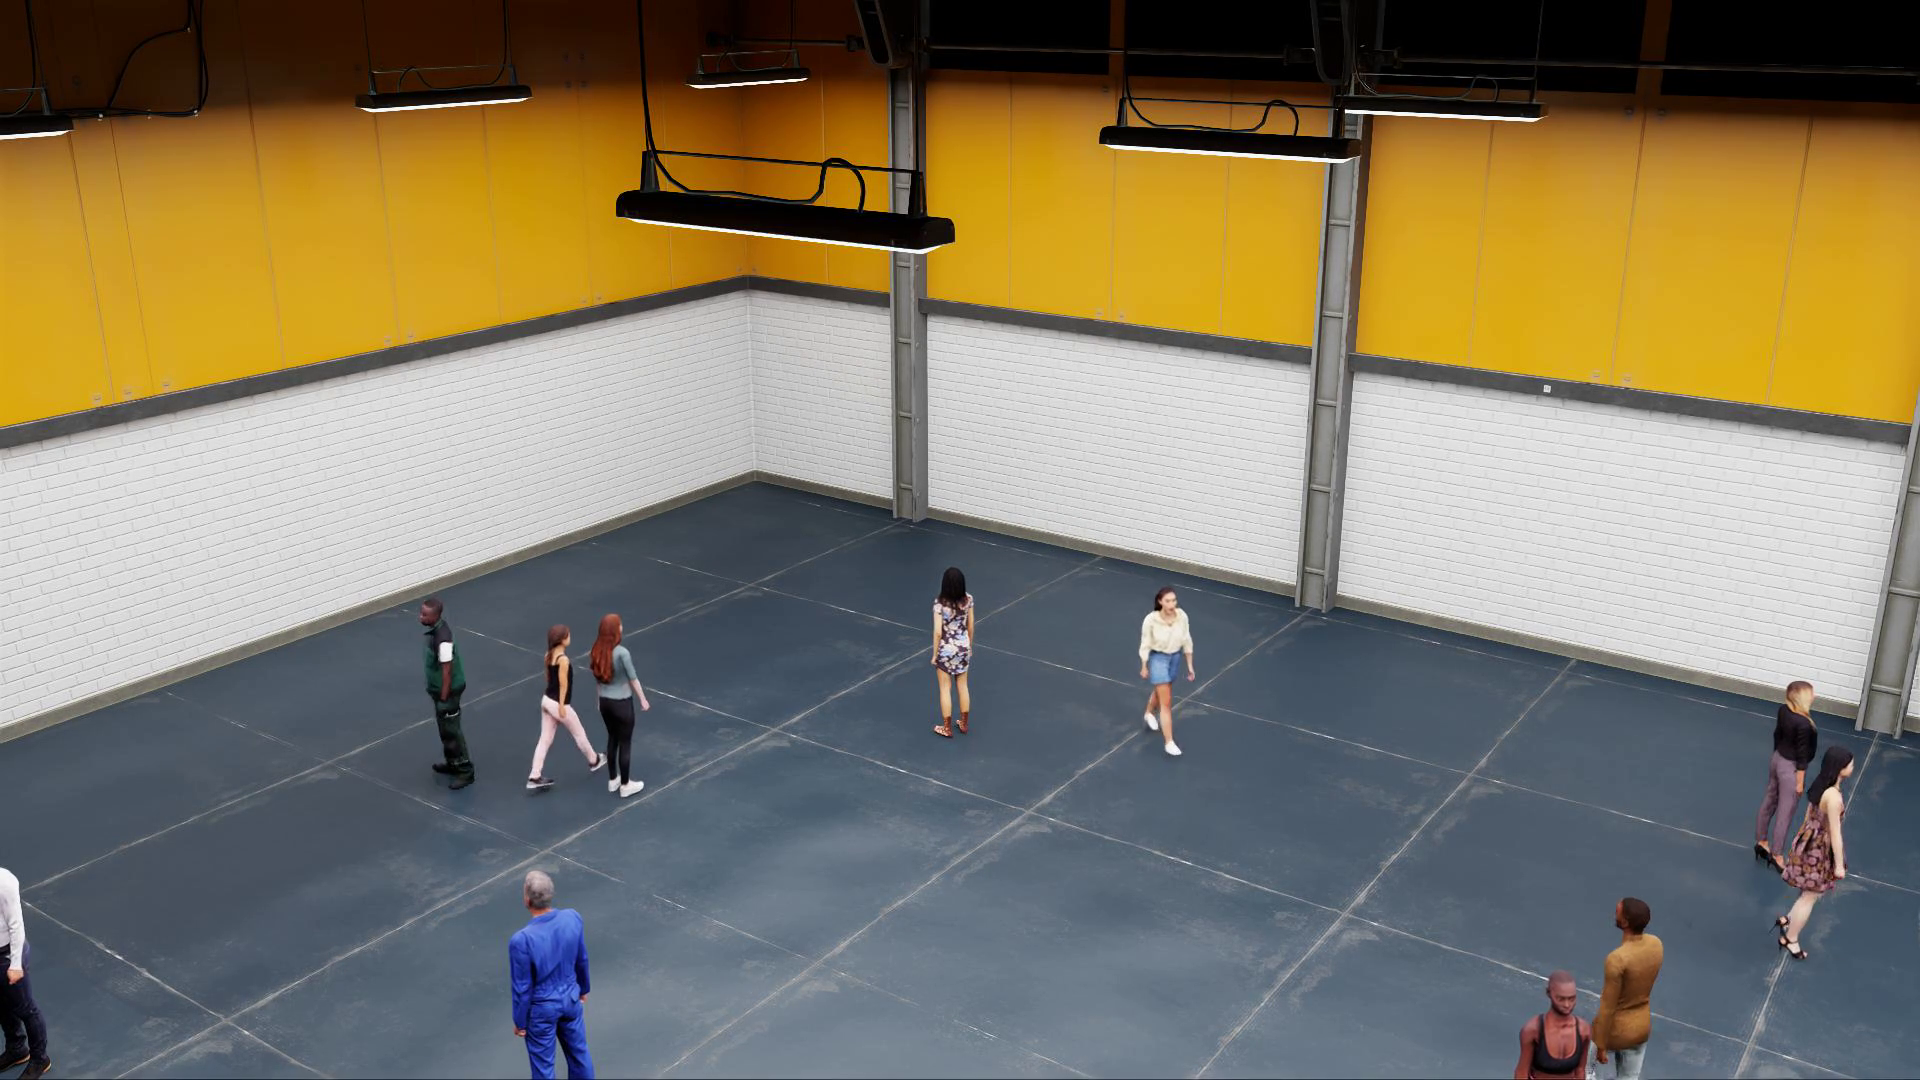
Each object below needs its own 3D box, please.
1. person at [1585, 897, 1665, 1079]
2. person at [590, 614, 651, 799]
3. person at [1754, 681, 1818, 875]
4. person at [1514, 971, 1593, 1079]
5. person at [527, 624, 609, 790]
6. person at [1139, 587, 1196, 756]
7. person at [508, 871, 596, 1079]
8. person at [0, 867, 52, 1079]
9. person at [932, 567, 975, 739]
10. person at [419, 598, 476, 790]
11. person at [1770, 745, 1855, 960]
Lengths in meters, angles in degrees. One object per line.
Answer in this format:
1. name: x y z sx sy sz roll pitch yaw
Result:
1. person: 4.133 3.059 10.214 0.808 1.801 0.858 -7 20 -20
2. person: -3.087 1.502 14.935 0.525 1.739 0.653 12 22 31
3. person: 6.823 1.935 13.753 0.708 1.672 0.677 0 19 -1
4. person: 3.404 3.271 9.650 0.660 1.758 0.736 -2 19 -5
5. person: -3.723 1.561 15.129 1.063 1.502 0.688 17 25 41
6. person: 1.951 1.199 16.073 1.056 1.586 1.224 -7 20 -19
7. person: -2.581 2.940 10.526 0.593 1.826 0.762 17 25 40
8. person: -6.377 2.734 11.074 0.555 1.868 0.700 10 21 26
9. person: -0.068 1.085 16.179 0.665 1.734 0.663 -10 21 -27
10. person: -4.729 1.352 15.236 0.894 1.830 0.757 -4 19 -11
11. person: 6.294 2.341 12.408 0.795 1.761 0.741 5 19 15
